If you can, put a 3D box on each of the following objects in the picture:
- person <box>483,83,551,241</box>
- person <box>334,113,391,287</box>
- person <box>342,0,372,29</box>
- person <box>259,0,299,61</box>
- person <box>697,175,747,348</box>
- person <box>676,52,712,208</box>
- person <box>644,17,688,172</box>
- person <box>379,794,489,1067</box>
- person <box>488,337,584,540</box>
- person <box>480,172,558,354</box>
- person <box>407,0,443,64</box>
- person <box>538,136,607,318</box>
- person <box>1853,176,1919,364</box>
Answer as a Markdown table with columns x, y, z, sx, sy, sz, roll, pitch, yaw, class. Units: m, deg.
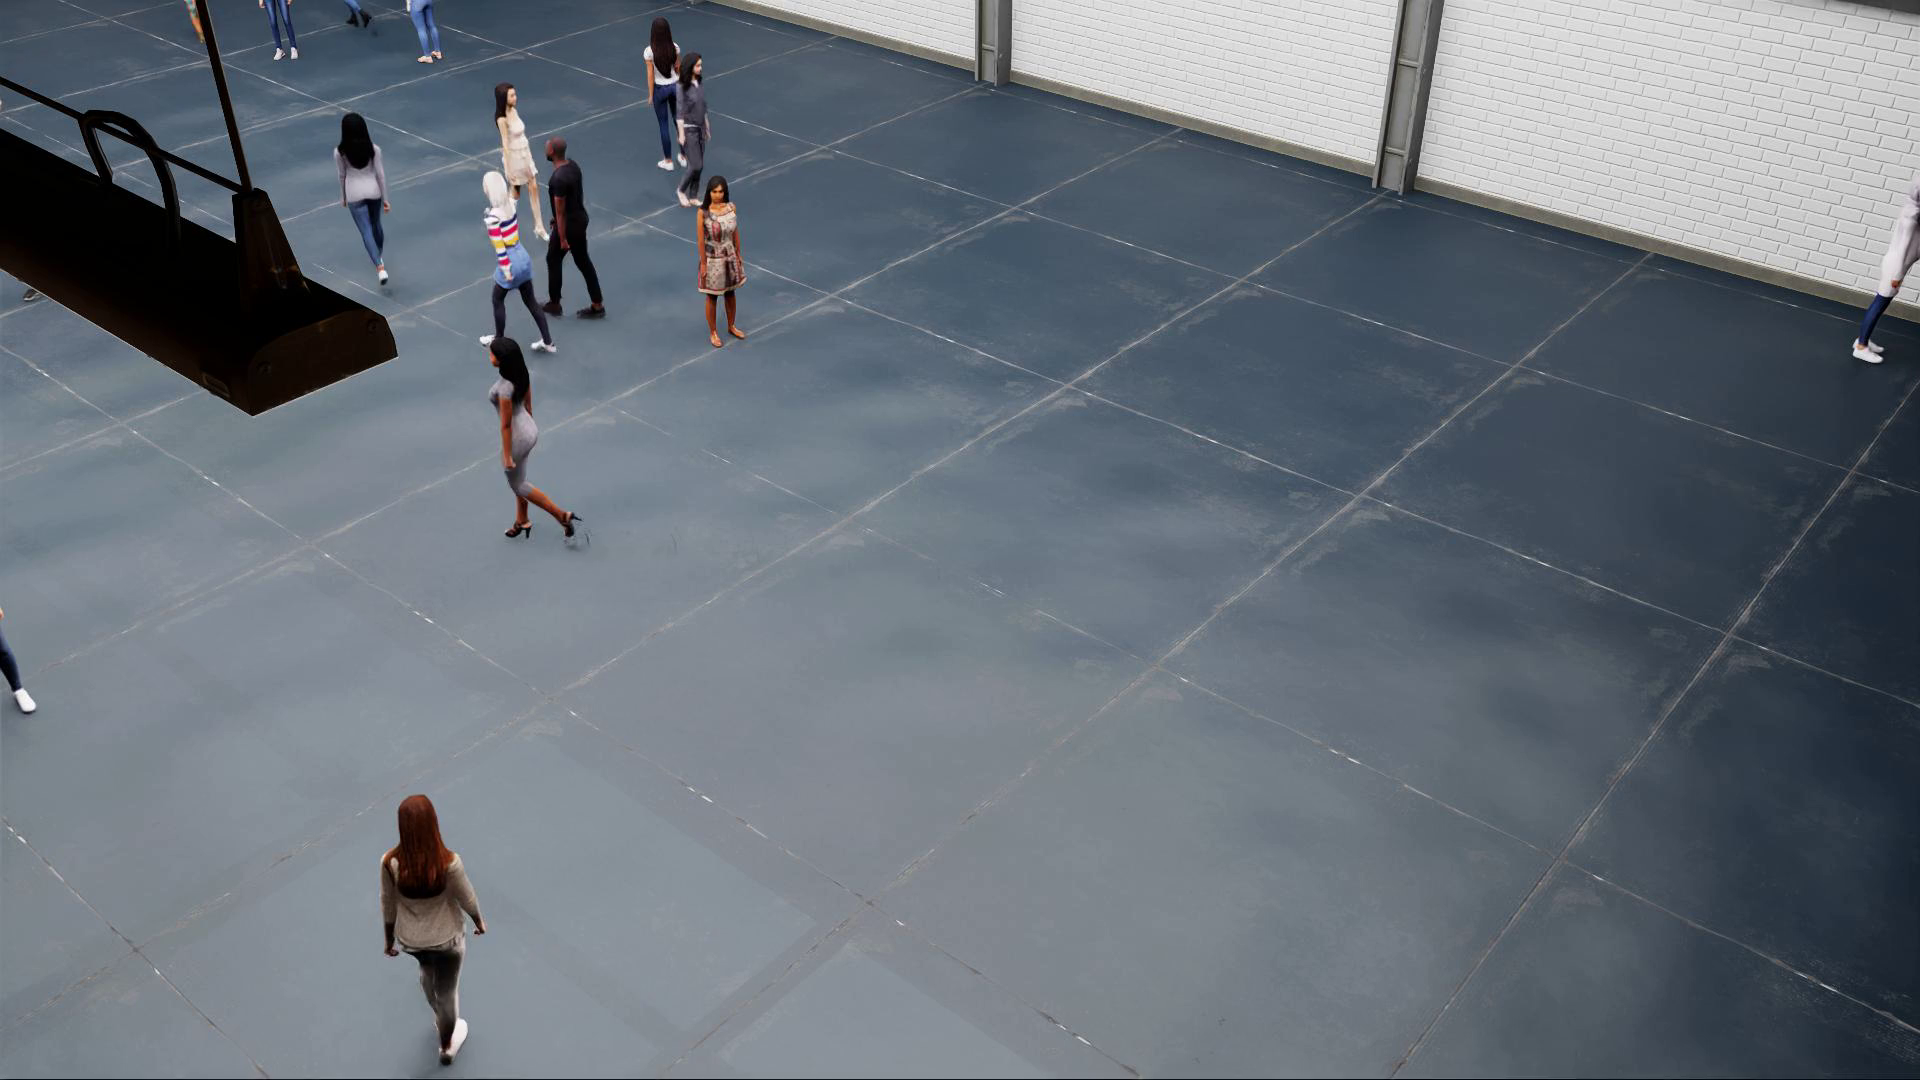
| x | y | z | sx | sy | sz | roll | pitch | yaw | class |
| --- | --- | --- | --- | --- | --- | --- | --- | --- | --- |
| -4.772 | -3.981 | 17.615 | 1.097 | 1.711 | 0.891 | 7 | 34 | 10 | person |
| -5.981 | -3.399 | 16.748 | 0.895 | 1.701 | 1.241 | -18 | 37 | -24 | person |
| -8.823 | -8.161 | 23.993 | 0.966 | 1.611 | 0.750 | 17 | 37 | 23 | person |
| -9.450 | -7.532 | 22.928 | 0.648 | 1.742 | 0.703 | -4 | 34 | -5 | person |
| -2.263 | -2.659 | 15.686 | 0.700 | 1.643 | 0.620 | -22 | 39 | -29 | person |
| -3.032 | -4.537 | 18.421 | 0.679 | 1.744 | 0.652 | 18 | 38 | 25 | person |
| -3.413 | -5.205 | 19.398 | 0.638 | 1.775 | 0.601 | -21 | 39 | -28 | person |
| -2.723 | 2.083 | 8.508 | 0.761 | 1.692 | 0.832 | -1 | 34 | -1 | person |
| -3.271 | -0.713 | 12.648 | 1.013 | 1.765 | 0.872 | 5 | 34 | 8 | person |
| -4.046 | -2.521 | 15.364 | 1.066 | 1.770 | 0.863 | 13 | 36 | 19 | person |
| -7.417 | -7.397 | 22.843 | 0.561 | 1.612 | 0.631 | 17 | 37 | 24 | person |
| -3.666 | -2.988 | 16.051 | 1.080 | 1.788 | 0.937 | 5 | 34 | 8 | person |
| 8.635 | -2.517 | 15.354 | 0.583 | 1.775 | 0.648 | 19 | 38 | 26 | person |
